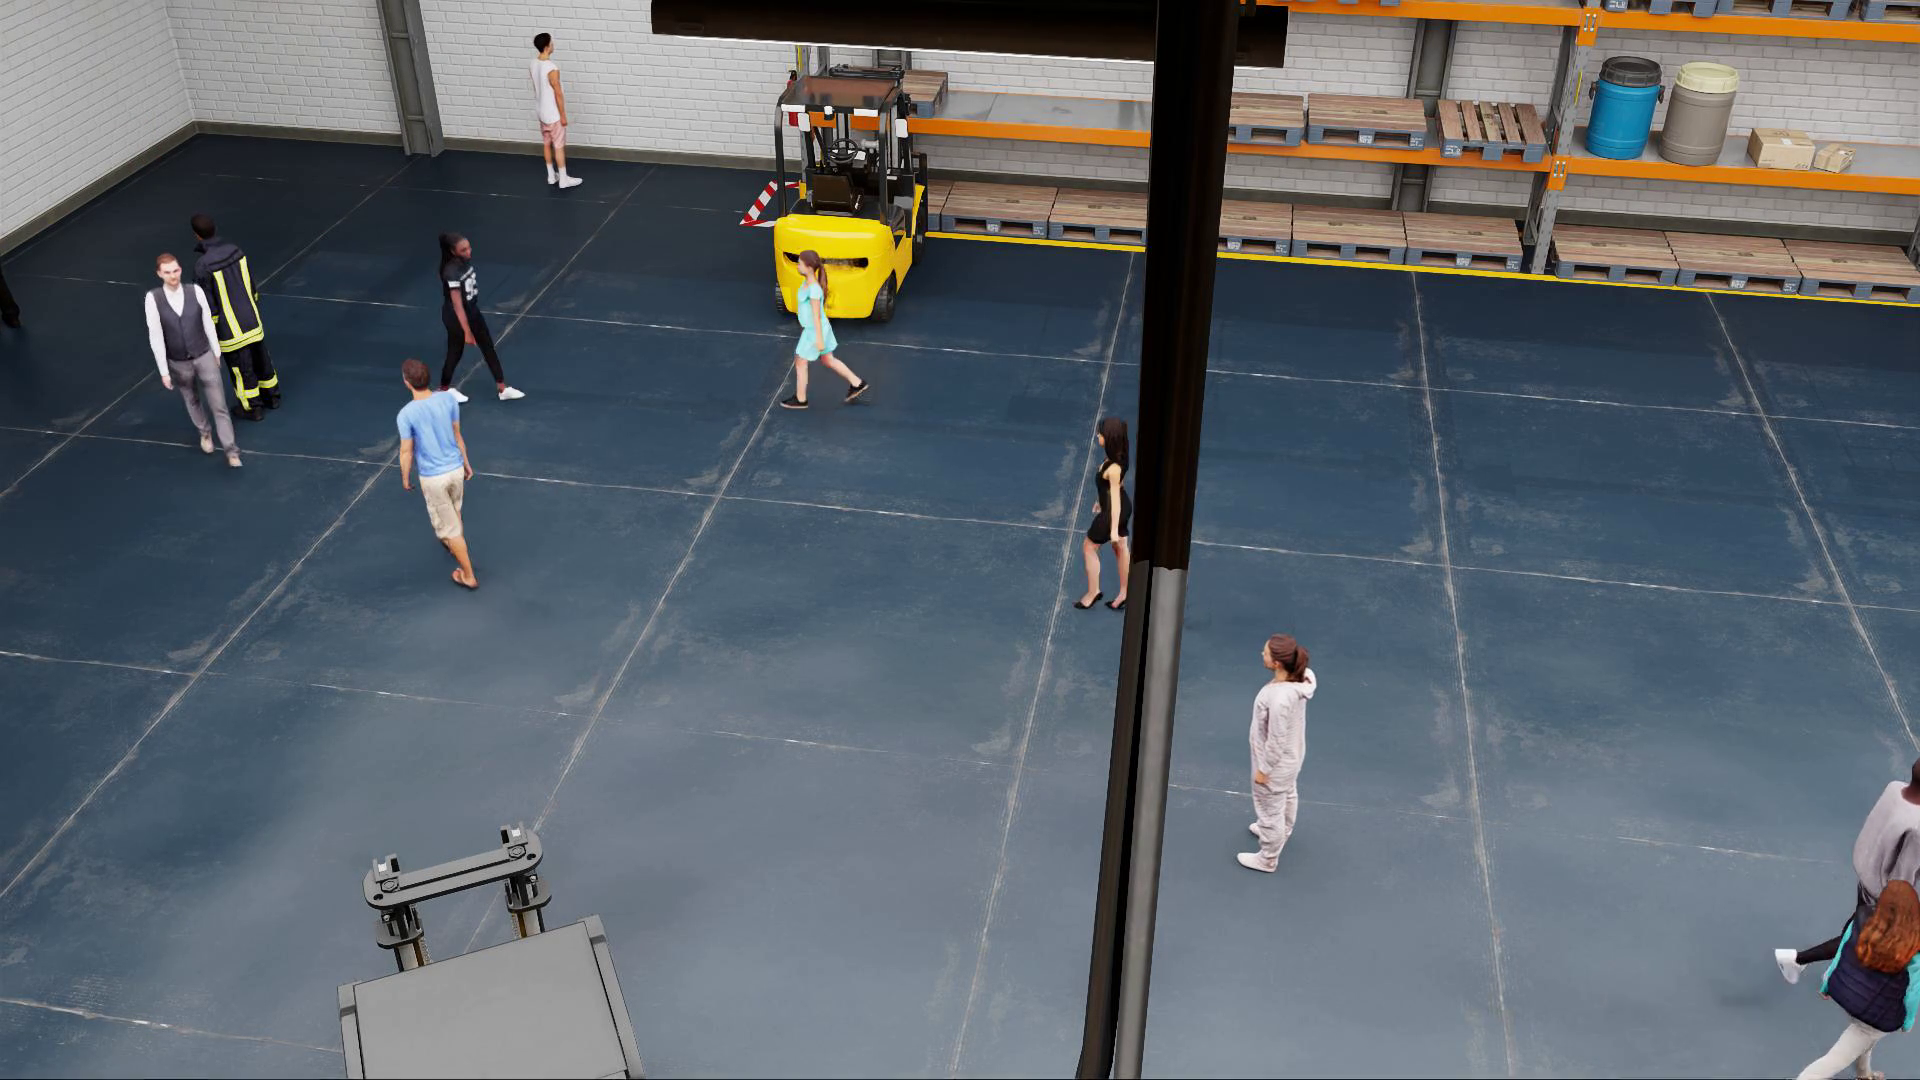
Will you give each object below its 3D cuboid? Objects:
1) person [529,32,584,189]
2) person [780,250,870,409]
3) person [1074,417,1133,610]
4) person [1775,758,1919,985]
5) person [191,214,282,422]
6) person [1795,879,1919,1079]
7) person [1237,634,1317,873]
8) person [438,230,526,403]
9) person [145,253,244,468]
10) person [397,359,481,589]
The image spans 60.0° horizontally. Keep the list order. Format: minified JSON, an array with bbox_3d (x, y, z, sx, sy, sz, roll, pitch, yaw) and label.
[{"bbox_3d":[-4.790,-5.014,19.420,0.694,1.788,0.789,28,43,35],"label":"person"},{"bbox_3d":[-1.214,-1.867,14.919,1.092,1.530,0.721,-1,34,-2],"label":"person"},{"bbox_3d":[1.210,-0.155,12.251,0.679,1.631,0.581,9,35,14],"label":"person"},{"bbox_3d":[4.947,1.861,9.106,0.928,1.756,0.697,1,34,1],"label":"person"},{"bbox_3d":[-6.439,-1.981,14.735,0.768,1.923,0.847,14,36,19],"label":"person"},{"bbox_3d":[4.600,2.413,8.544,1.059,1.459,0.861,-9,35,-13],"label":"person"},{"bbox_3d":[1.942,1.282,10.037,0.666,1.691,0.698,16,37,22],"label":"person"},{"bbox_3d":[-4.542,-1.978,14.933,1.054,1.701,0.633,2,34,2],"label":"person"},{"bbox_3d":[-6.564,-1.566,14.133,1.213,1.898,1.197,-16,37,-22],"label":"person"},{"bbox_3d":[-3.856,-0.467,12.540,1.128,1.831,0.971,27,42,34],"label":"person"}]
